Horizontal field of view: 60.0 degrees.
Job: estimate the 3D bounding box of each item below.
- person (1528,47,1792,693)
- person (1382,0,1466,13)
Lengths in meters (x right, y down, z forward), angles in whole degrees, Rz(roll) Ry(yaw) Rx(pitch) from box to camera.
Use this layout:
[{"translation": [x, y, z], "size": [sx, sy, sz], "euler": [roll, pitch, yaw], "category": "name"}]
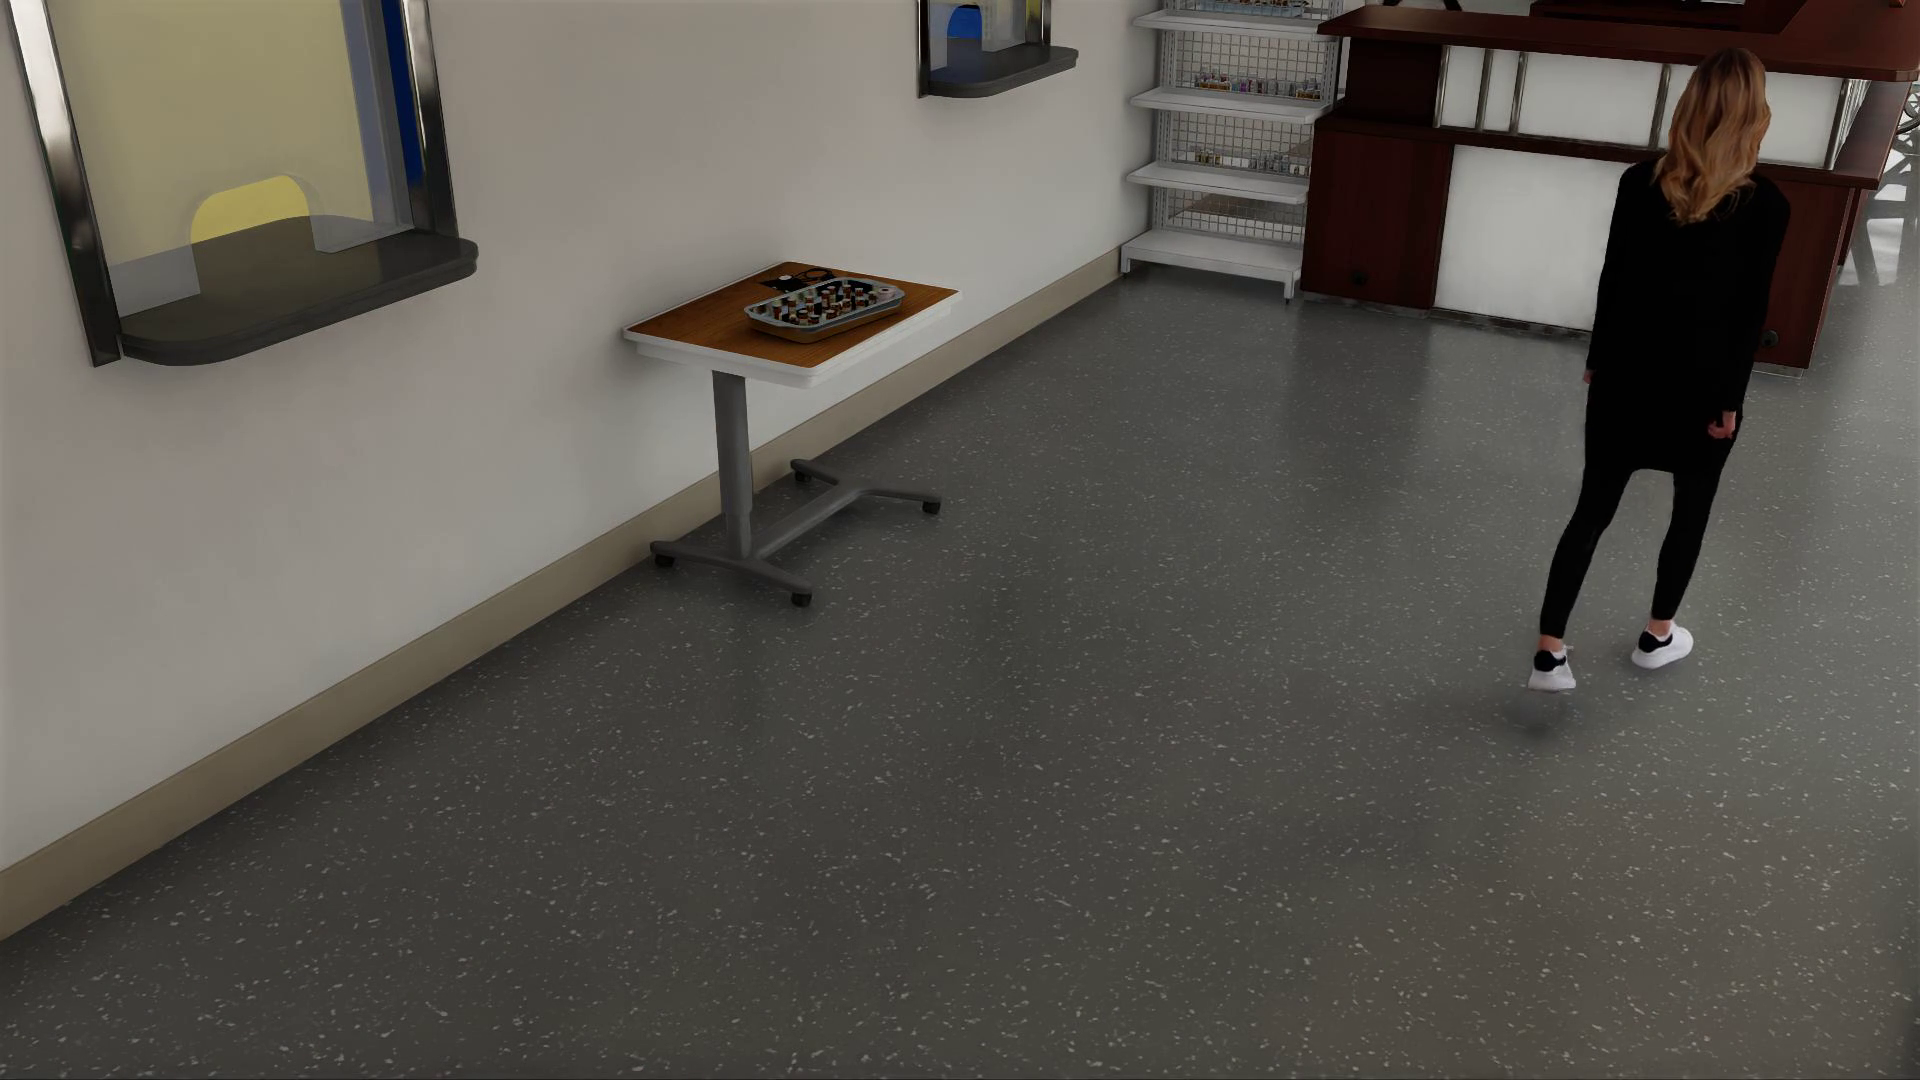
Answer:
[{"translation": [1.821, -0.364, 4.422], "size": [1.026, 1.781, 0.855], "euler": [23, 34, 39], "category": "person"}, {"translation": [4.387, -5.749, 15.602], "size": [1.247, 1.769, 0.991], "euler": [2, 26, 5], "category": "person"}]
